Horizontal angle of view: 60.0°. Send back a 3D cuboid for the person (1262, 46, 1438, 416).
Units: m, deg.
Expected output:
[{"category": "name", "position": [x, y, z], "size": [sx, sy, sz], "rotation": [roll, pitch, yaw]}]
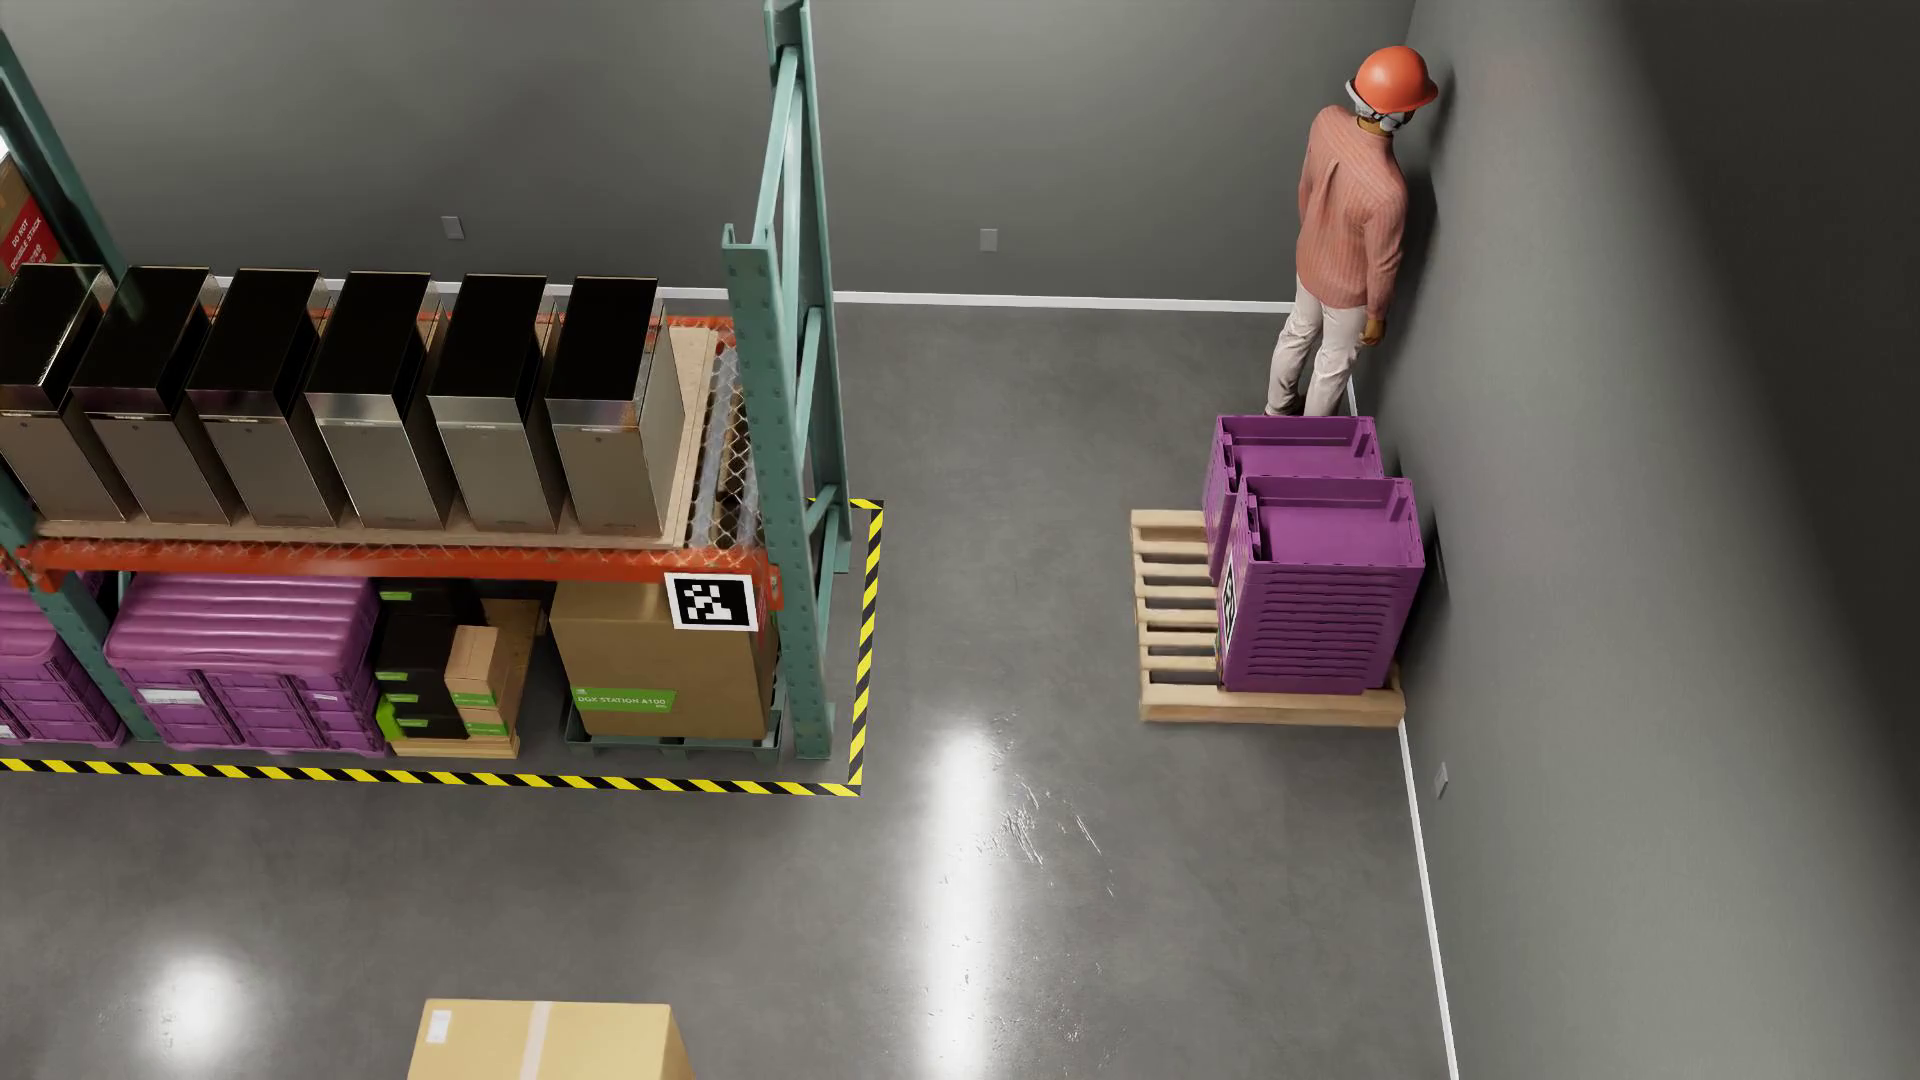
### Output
[{"category": "person", "position": [1.499, -1.053, 6.487], "size": [0.375, 1.995, 0.610], "rotation": [-18, 54, -13]}]
